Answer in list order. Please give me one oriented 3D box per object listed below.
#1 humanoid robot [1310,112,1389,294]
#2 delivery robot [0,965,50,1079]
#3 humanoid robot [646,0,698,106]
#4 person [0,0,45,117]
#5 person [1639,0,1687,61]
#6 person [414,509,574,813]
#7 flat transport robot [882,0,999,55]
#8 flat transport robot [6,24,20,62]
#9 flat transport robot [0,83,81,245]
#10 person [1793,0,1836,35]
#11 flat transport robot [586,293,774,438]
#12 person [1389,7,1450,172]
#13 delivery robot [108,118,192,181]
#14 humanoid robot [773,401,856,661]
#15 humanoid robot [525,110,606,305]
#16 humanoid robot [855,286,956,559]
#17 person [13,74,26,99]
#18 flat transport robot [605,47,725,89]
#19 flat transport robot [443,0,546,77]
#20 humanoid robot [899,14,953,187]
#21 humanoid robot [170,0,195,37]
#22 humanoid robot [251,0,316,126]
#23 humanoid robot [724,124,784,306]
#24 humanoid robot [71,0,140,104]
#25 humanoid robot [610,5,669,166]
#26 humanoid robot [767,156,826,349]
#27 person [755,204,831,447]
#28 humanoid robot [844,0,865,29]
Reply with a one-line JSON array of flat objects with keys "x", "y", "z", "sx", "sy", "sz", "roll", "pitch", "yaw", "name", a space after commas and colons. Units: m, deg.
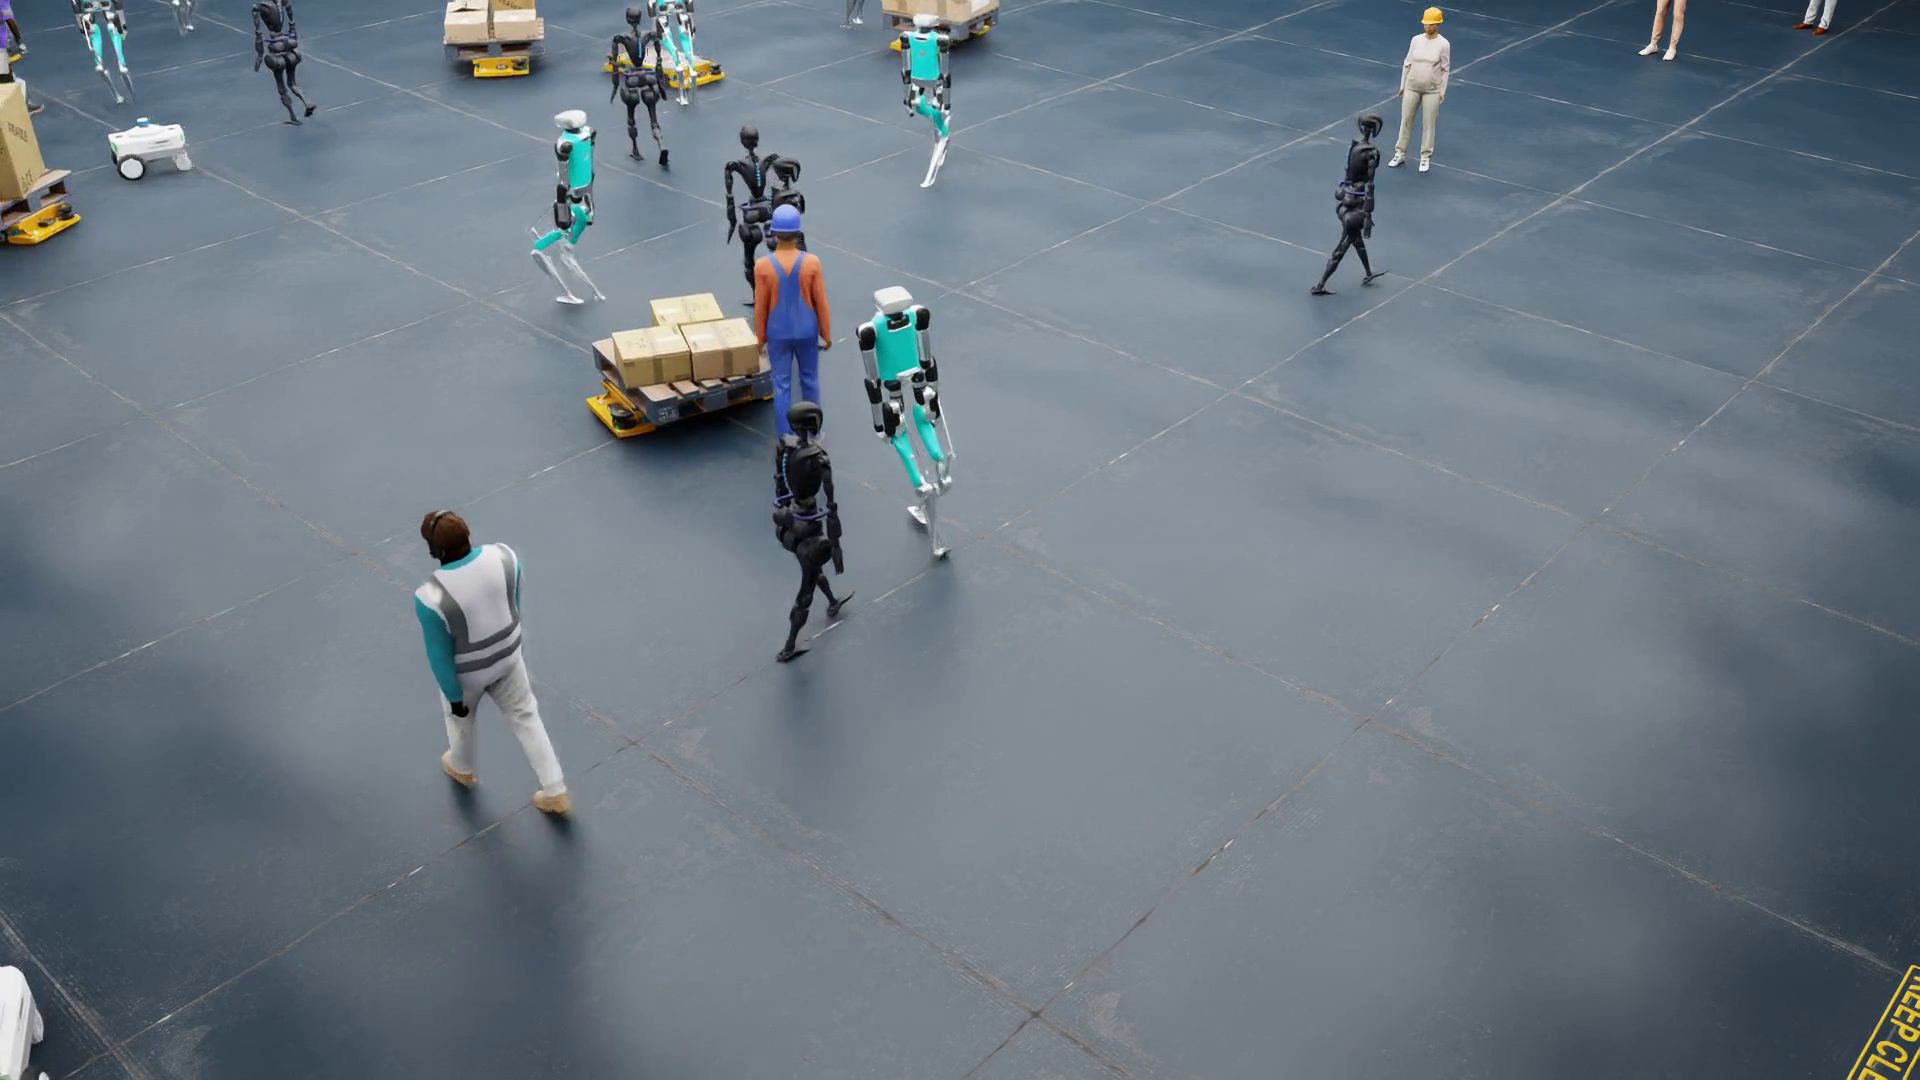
[{"x": 3.521, "y": -2.950, "z": 14.601, "sx": 0.779, "sy": 1.622, "sz": 0.601, "roll": -5, "pitch": 32, "yaw": -7, "name": "humanoid robot"}, {"x": -4.265, "y": 2.266, "z": 7.253, "sx": 0.499, "sy": 0.614, "sz": 0.797, "roll": -11, "pitch": 33, "yaw": -17, "name": "delivery robot"}, {"x": -3.270, "y": -5.787, "z": 19.157, "sx": 0.542, "sy": 1.846, "sz": 0.814, "roll": -11, "pitch": 33, "yaw": -17, "name": "humanoid robot"}, {"x": -10.771, "y": -5.583, "z": 18.584, "sx": 0.630, "sy": 1.909, "sz": 0.938, "roll": 11, "pitch": 34, "yaw": 17, "name": "person"}, {"x": 9.013, "y": -7.018, "z": 20.929, "sx": 0.349, "sy": 1.879, "sz": 0.514, "roll": -26, "pitch": 40, "yaw": -36, "name": "person"}, {"x": -2.472, "y": 0.644, "z": 8.674, "sx": 0.932, "sy": 1.799, "sz": 0.624, "roll": 27, "pitch": 41, "yaw": 36, "name": "person"}, {"x": -0.262, "y": -6.671, "z": 21.896, "sx": 0.659, "sy": 0.231, "sz": 1.431, "roll": 17, "pitch": 36, "yaw": 26, "name": "flat transport robot"}, {"x": -12.722, "y": -6.108, "z": 20.990, "sx": 1.431, "sy": 0.231, "sz": 0.659, "roll": 9, "pitch": 33, "yaw": 14, "name": "flat transport robot"}, {"x": -9.410, "y": -3.135, "z": 16.203, "sx": 1.431, "sy": 0.231, "sz": 0.659, "roll": 7, "pitch": 32, "yaw": 11, "name": "flat transport robot"}, {"x": 11.497, "y": -7.631, "z": 21.963, "sx": 0.365, "sy": 1.831, "sz": 0.514, "roll": -13, "pitch": 34, "yaw": -20, "name": "person"}, {"x": -2.138, "y": -1.169, "z": 13.036, "sx": 1.431, "sy": 0.231, "sz": 0.659, "roll": -19, "pitch": 36, "yaw": -27, "name": "flat transport robot"}, {"x": 4.839, "y": -4.704, "z": 17.373, "sx": 0.484, "sy": 1.696, "sz": 0.326, "roll": 17, "pitch": 36, "yaw": 25, "name": "person"}, {"x": -8.579, "y": -4.137, "z": 17.549, "sx": 0.784, "sy": 0.599, "sz": 0.499, "roll": -17, "pitch": 36, "yaw": -25, "name": "delivery robot"}, {"x": -0.871, "y": -0.100, "z": 10.007, "sx": 0.739, "sy": 1.626, "sz": 0.612, "roll": -25, "pitch": 40, "yaw": -35, "name": "humanoid robot"}, {"x": -3.453, "y": -2.820, "z": 14.317, "sx": 0.748, "sy": 1.791, "sz": 0.543, "roll": 10, "pitch": 33, "yaw": 15, "name": "humanoid robot"}, {"x": -0.242, "y": -0.696, "z": 10.965, "sx": 0.576, "sy": 1.865, "sz": 0.853, "roll": -20, "pitch": 37, "yaw": -29, "name": "humanoid robot"}, {"x": -11.175, "y": -5.819, "z": 18.986, "sx": 0.645, "sy": 1.896, "sz": 0.489, "roll": 15, "pitch": 35, "yaw": 22, "name": "person"}, {"x": -3.656, "y": -5.845, "z": 20.566, "sx": 1.431, "sy": 0.231, "sz": 0.659, "roll": 21, "pitch": 38, "yaw": 30, "name": "flat transport robot"}, {"x": -5.845, "y": -6.142, "z": 21.045, "sx": 0.659, "sy": 0.231, "sz": 1.431, "roll": -6, "pitch": 32, "yaw": -10, "name": "flat transport robot"}, {"x": -0.228, "y": -4.624, "z": 17.219, "sx": 0.532, "sy": 1.769, "sz": 0.959, "roll": 12, "pitch": 34, "yaw": 18, "name": "humanoid robot"}, {"x": -10.412, "y": -7.483, "z": 21.907, "sx": 0.778, "sy": 1.882, "sz": 0.548, "roll": 25, "pitch": 40, "yaw": 34, "name": "humanoid robot"}, {"x": -7.608, "y": -5.474, "z": 18.640, "sx": 0.421, "sy": 1.646, "sz": 0.600, "roll": 16, "pitch": 35, "yaw": 24, "name": "humanoid robot"}, {"x": -1.702, "y": -2.746, "z": 14.251, "sx": 0.609, "sy": 1.642, "sz": 0.366, "roll": -13, "pitch": 34, "yaw": -20, "name": "humanoid robot"}, {"x": -9.945, "y": -5.861, "z": 19.263, "sx": 0.546, "sy": 1.821, "sz": 0.791, "roll": -9, "pitch": 33, "yaw": -15, "name": "humanoid robot"}, {"x": -3.373, "y": -4.782, "z": 17.537, "sx": 0.610, "sy": 1.638, "sz": 0.666, "roll": -17, "pitch": 36, "yaw": -25, "name": "humanoid robot"}, {"x": -1.362, "y": -2.342, "z": 13.592, "sx": 0.369, "sy": 1.652, "sz": 0.612, "roll": -14, "pitch": 35, "yaw": -22, "name": "humanoid robot"}, {"x": -1.207, "y": -1.498, "z": 12.035, "sx": 0.540, "sy": 1.917, "sz": 0.431, "roll": -5, "pitch": 32, "yaw": -8, "name": "person"}, {"x": -1.527, "y": -7.709, "z": 22.184, "sx": 0.776, "sy": 1.776, "sz": 0.555, "roll": 24, "pitch": 39, "yaw": 34, "name": "humanoid robot"}]
